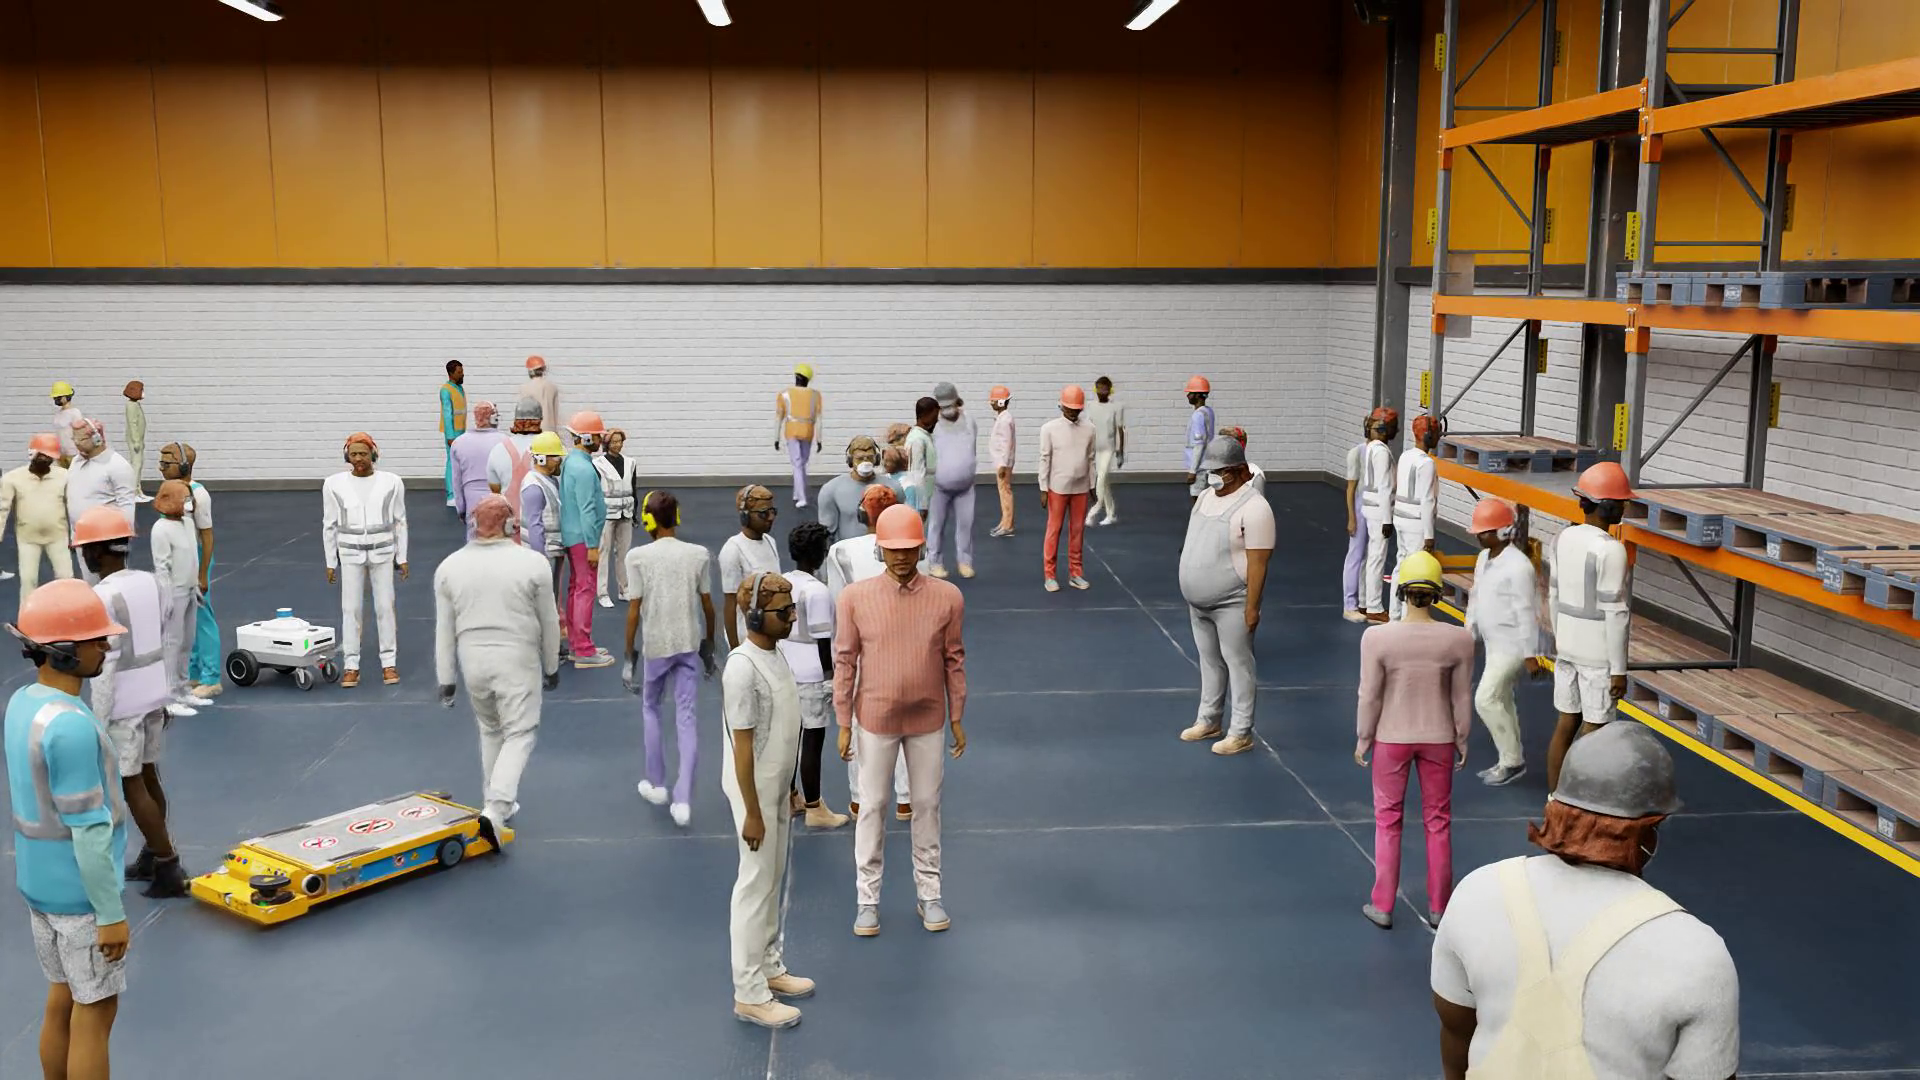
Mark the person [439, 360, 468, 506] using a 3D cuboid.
[{"bbox_3d":[-6.646,-1.410,21.891,0.380,1.918,0.596,0,9,1],"label":"person"}]

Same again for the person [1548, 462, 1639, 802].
[{"bbox_3d":[3.378,0.601,8.879,0.375,2.044,0.605,-2,9,-12],"label":"person"}]

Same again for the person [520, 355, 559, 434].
[{"bbox_3d":[-5.560,-1.476,22.145,0.674,1.976,0.620,6,11,34],"label":"person"}]

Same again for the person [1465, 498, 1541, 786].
[{"bbox_3d":[3.202,0.605,9.861,0.465,1.723,0.570,0,9,-2],"label":"person"}]

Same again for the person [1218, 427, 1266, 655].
[{"bbox_3d":[2.177,0.020,13.138,0.374,1.843,0.575,-6,11,-31],"label":"person"}]

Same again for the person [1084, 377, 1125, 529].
[{"bbox_3d":[1.640,-1.033,19.843,0.534,1.812,0.989,7,11,37],"label":"person"}]

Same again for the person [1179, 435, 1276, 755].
[{"bbox_3d":[1.655,0.329,10.592,0.535,2.000,0.680,-5,10,-28],"label":"person"}]

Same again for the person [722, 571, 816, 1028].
[{"bbox_3d":[-0.785,1.036,6.763,0.335,1.845,0.514,1,9,8],"label":"person"}]

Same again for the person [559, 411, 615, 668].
[{"bbox_3d":[-2.892,-0.008,12.882,0.407,1.987,0.615,-4,10,-23],"label":"person"}]

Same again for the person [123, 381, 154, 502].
[{"bbox_3d":[-10.980,-1.310,22.193,0.279,1.624,0.494,-3,10,-20],"label":"person"}]

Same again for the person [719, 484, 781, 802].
[{"bbox_3d":[-1.173,0.595,9.531,0.330,1.844,0.520,4,10,22],"label":"person"}]

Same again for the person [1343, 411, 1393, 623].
[{"bbox_3d":[3.589,-0.205,14.559,0.506,1.846,0.349,-6,11,-32],"label":"person"}]

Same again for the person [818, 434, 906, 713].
[{"bbox_3d":[-0.672,0.232,11.518,0.635,1.937,0.353,-3,10,-20],"label":"person"}]

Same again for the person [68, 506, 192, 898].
[{"bbox_3d":[-3.984,0.807,8.082,0.626,1.942,0.571,1,9,6],"label":"person"}]

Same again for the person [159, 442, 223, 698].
[{"bbox_3d":[-5.526,0.219,11.893,0.504,1.847,0.345,7,11,36],"label":"person"}]

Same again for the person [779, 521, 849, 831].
[{"bbox_3d":[-0.836,0.736,9.123,0.320,1.693,0.531,-6,11,-33],"label":"person"}]

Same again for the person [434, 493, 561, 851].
[{"bbox_3d":[-2.483,0.691,8.884,0.639,1.867,0.805,1,9,7],"label":"person"}]

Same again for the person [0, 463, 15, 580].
[{"bbox_3d":[-9.629,-0.466,16.109,0.604,1.885,0.907,3,9,17],"label":"person"}]

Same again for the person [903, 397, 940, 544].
[{"bbox_3d":[-0.376,-0.370,15.384,0.382,1.912,0.591,0,9,-1],"label":"person"}]

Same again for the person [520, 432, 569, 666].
[{"bbox_3d":[-3.202,0.067,12.934,0.404,1.824,0.586,0,9,0],"label":"person"}]

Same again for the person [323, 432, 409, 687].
[{"bbox_3d":[-4.371,0.142,12.257,0.583,1.882,0.337,-3,10,-19],"label":"person"}]

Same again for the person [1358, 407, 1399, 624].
[{"bbox_3d":[3.656,-0.214,14.491,0.355,1.886,0.575,0,9,0],"label":"person"}]

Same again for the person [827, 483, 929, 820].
[{"bbox_3d":[-0.444,0.624,9.231,0.583,1.881,0.338,0,9,3],"label":"person"}]

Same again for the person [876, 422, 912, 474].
[{"bbox_3d":[-0.731,-0.350,16.197,0.531,1.609,0.538,5,10,28],"label":"person"}]

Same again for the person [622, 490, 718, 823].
[{"bbox_3d":[-1.651,0.627,9.355,0.589,1.826,0.812,-4,10,-26],"label":"person"}]

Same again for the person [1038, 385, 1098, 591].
[{"bbox_3d":[1.053,-0.496,15.949,0.618,1.981,0.407,-4,10,-22],"label":"person"}]

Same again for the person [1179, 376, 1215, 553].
[{"bbox_3d":[2.584,-0.817,18.113,0.355,1.939,0.543,3,10,19],"label":"person"}]

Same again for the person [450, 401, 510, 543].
[{"bbox_3d":[-4.225,-0.303,14.983,0.651,1.906,0.409,1,9,5],"label":"person"}]

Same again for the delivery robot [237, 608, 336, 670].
[{"bbox_3d":[-4.986,0.749,12.312,0.707,0.478,0.477,4,10,21],"label":"delivery robot"}]

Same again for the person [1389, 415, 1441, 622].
[{"bbox_3d":[3.782,-0.096,13.798,0.355,1.876,0.573,-1,9,-7],"label":"person"}]

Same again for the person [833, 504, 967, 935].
[{"bbox_3d":[-0.270,0.821,7.647,0.622,1.993,0.382,-2,9,-11],"label":"person"}]

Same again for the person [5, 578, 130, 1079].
[{"bbox_3d":[-2.901,1.137,5.513,0.376,2.044,0.607,-9,13,-44],"label":"person"}]

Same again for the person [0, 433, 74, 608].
[{"bbox_3d":[-7.725,-0.038,13.901,0.696,1.724,0.482,-6,11,-32],"label":"person"}]

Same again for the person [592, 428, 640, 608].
[{"bbox_3d":[-3.160,-0.209,15.225,0.309,1.641,0.515,8,12,40],"label":"person"}]

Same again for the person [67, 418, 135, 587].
[{"bbox_3d":[-6.868,-0.023,13.249,0.637,1.901,0.403,4,10,24],"label":"person"}]

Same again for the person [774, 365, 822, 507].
[{"bbox_3d":[-2.123,-1.371,21.885,0.625,1.844,1.004,-2,9,-14],"label":"person"}]

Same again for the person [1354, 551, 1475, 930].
[{"bbox_3d":[2.093,0.927,7.699,0.534,1.767,0.314,0,9,2],"label":"person"}]

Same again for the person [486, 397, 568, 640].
[{"bbox_3d":[-3.540,-0.188,13.841,0.685,2.000,0.537,1,9,7],"label":"person"}]

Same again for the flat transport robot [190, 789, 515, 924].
[{"bbox_3d":[-3.034,1.561,8.397,0.652,0.197,1.431,6,11,35],"label":"flat transport robot"}]

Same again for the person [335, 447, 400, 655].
[{"bbox_3d":[-4.763,0.058,13.285,0.582,1.729,0.380,1,9,8],"label":"person"}]

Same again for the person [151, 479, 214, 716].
[{"bbox_3d":[-5.388,0.388,11.493,0.266,1.632,0.507,0,9,-1],"label":"person"}]

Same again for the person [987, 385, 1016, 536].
[{"bbox_3d":[0.476,-0.920,19.333,0.342,1.748,0.572,0,9,-1],"label":"person"}]

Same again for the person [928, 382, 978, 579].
[{"bbox_3d":[-0.131,-0.608,16.477,0.701,2.000,0.731,-4,10,-22],"label":"person"}]

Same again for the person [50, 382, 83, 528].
[{"bbox_3d":[-10.687,-1.018,19.947,0.524,1.761,0.339,6,11,33],"label":"person"}]
